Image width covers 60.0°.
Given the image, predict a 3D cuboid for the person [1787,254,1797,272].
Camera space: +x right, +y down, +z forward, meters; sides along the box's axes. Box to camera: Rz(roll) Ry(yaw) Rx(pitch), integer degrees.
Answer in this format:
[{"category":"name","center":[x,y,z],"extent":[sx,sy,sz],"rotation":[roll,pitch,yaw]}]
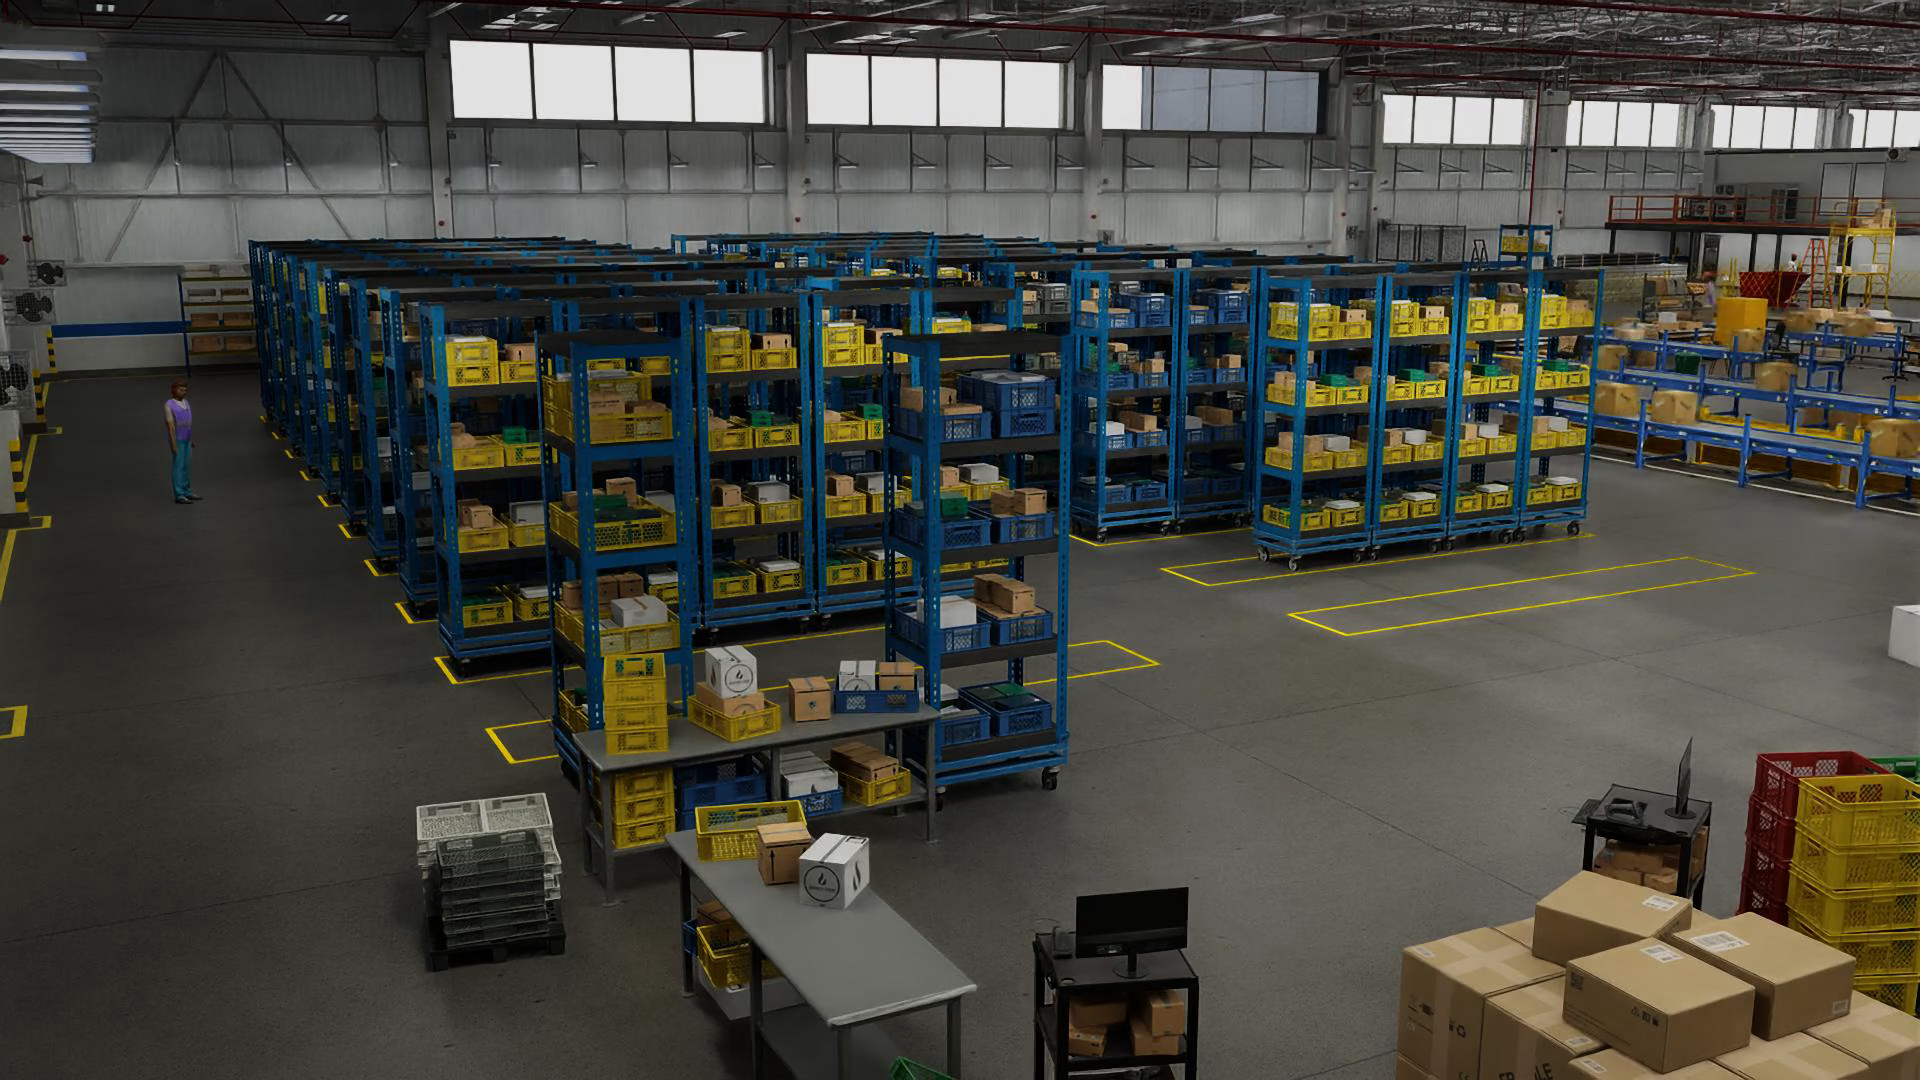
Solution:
[{"category":"person","center":[34.430,-10.909,68.883],"extent":[0.355,1.884,0.575],"rotation":[9,15,37]}]

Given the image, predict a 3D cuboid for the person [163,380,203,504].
[{"category":"person","center":[-11.634,-1.465,24.817],"extent":[0.390,1.838,0.563],"rotation":[0,12,1]}]

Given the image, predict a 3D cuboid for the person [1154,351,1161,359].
[{"category":"person","center":[3.812,-3.385,33.844],"extent":[0.596,1.818,0.457],"rotation":[-3,13,-15]}]

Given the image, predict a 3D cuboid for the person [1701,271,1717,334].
[{"category":"person","center":[23.726,-7.521,52.801],"extent":[1.120,1.972,0.641],"rotation":[10,15,38]}]
